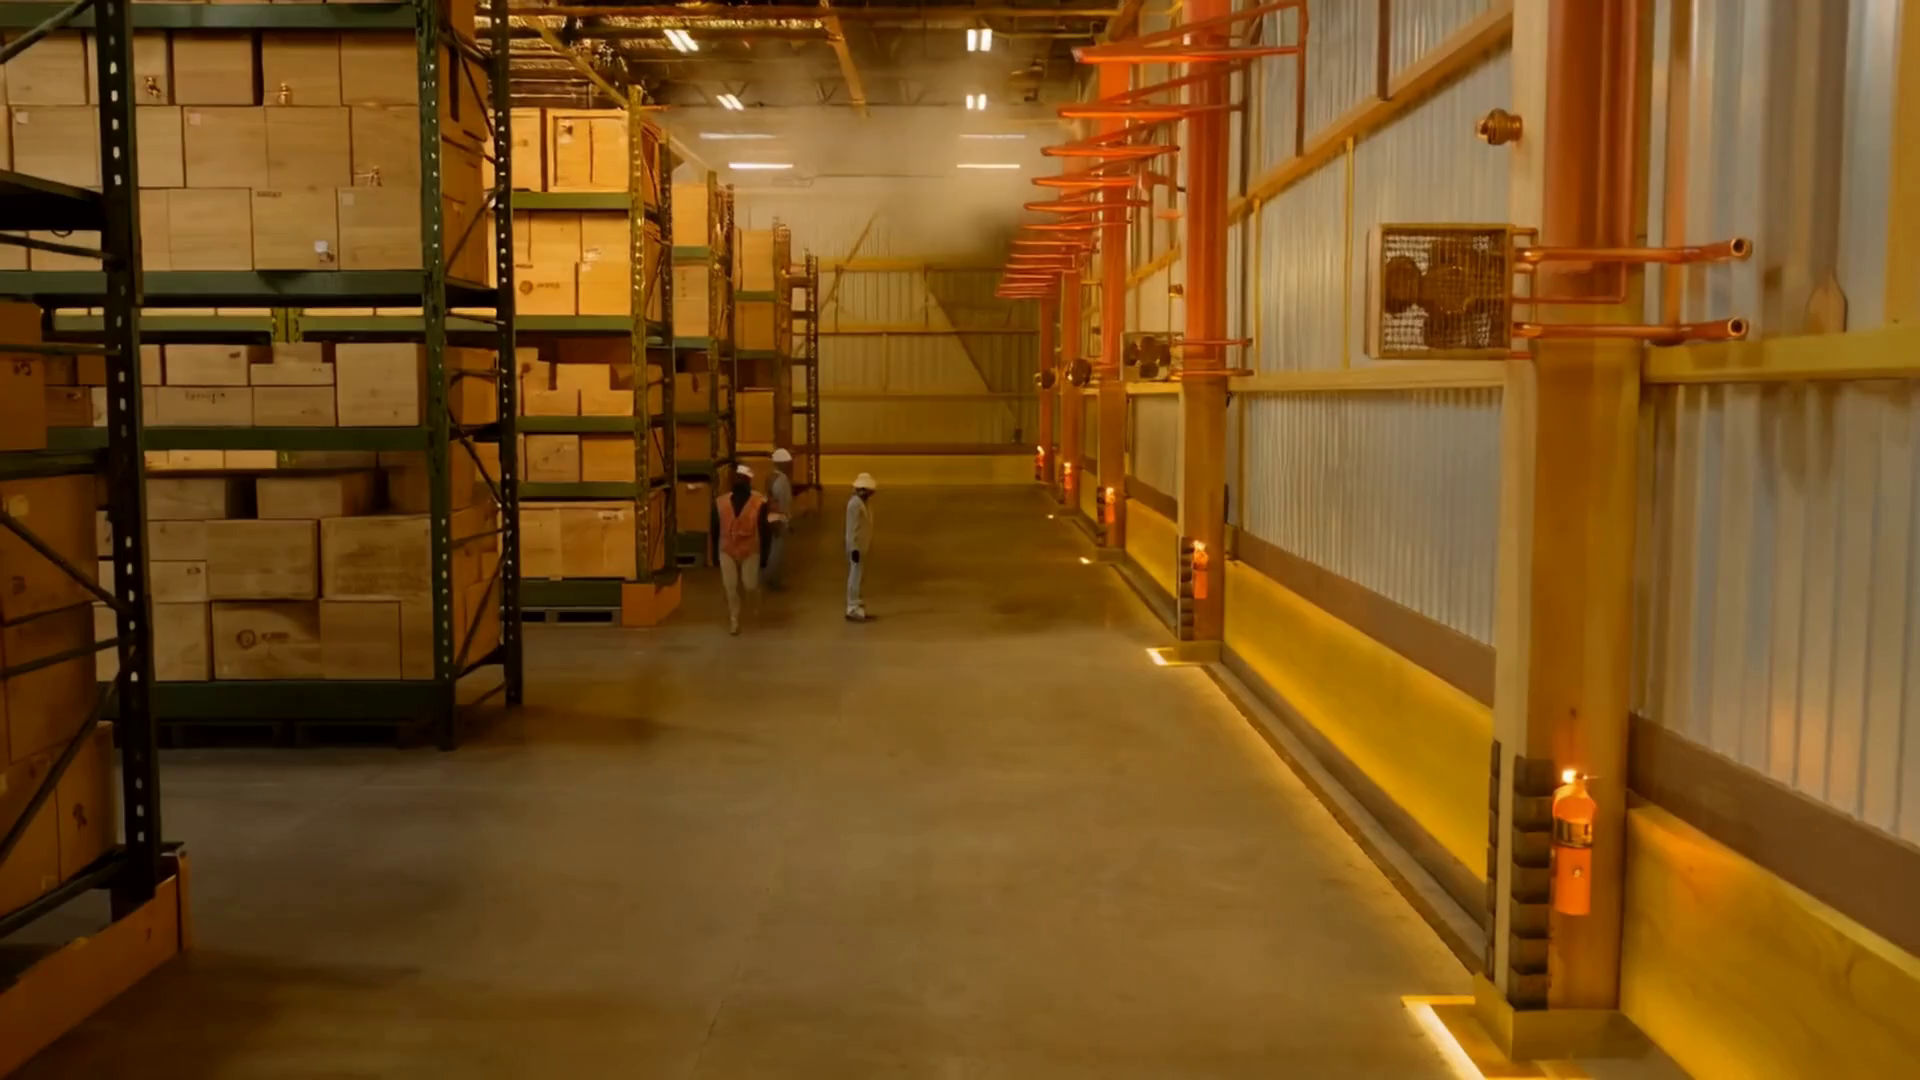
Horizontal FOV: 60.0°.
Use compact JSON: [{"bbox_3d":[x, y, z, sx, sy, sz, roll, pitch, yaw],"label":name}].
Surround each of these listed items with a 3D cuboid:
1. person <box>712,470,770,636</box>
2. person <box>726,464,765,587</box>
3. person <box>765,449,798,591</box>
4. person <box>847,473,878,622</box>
[{"bbox_3d":[-2.424,0.134,18.434,0.631,1.827,0.553,1,5,7],"label":"person"},{"bbox_3d":[-2.766,-0.089,21.356,0.525,1.772,0.306,0,5,0],"label":"person"},{"bbox_3d":[-2.437,-0.272,22.616,0.427,1.924,0.648,-3,6,-27],"label":"person"},{"bbox_3d":[-1.137,0.082,19.517,0.351,1.743,0.573,1,5,17],"label":"person"}]
